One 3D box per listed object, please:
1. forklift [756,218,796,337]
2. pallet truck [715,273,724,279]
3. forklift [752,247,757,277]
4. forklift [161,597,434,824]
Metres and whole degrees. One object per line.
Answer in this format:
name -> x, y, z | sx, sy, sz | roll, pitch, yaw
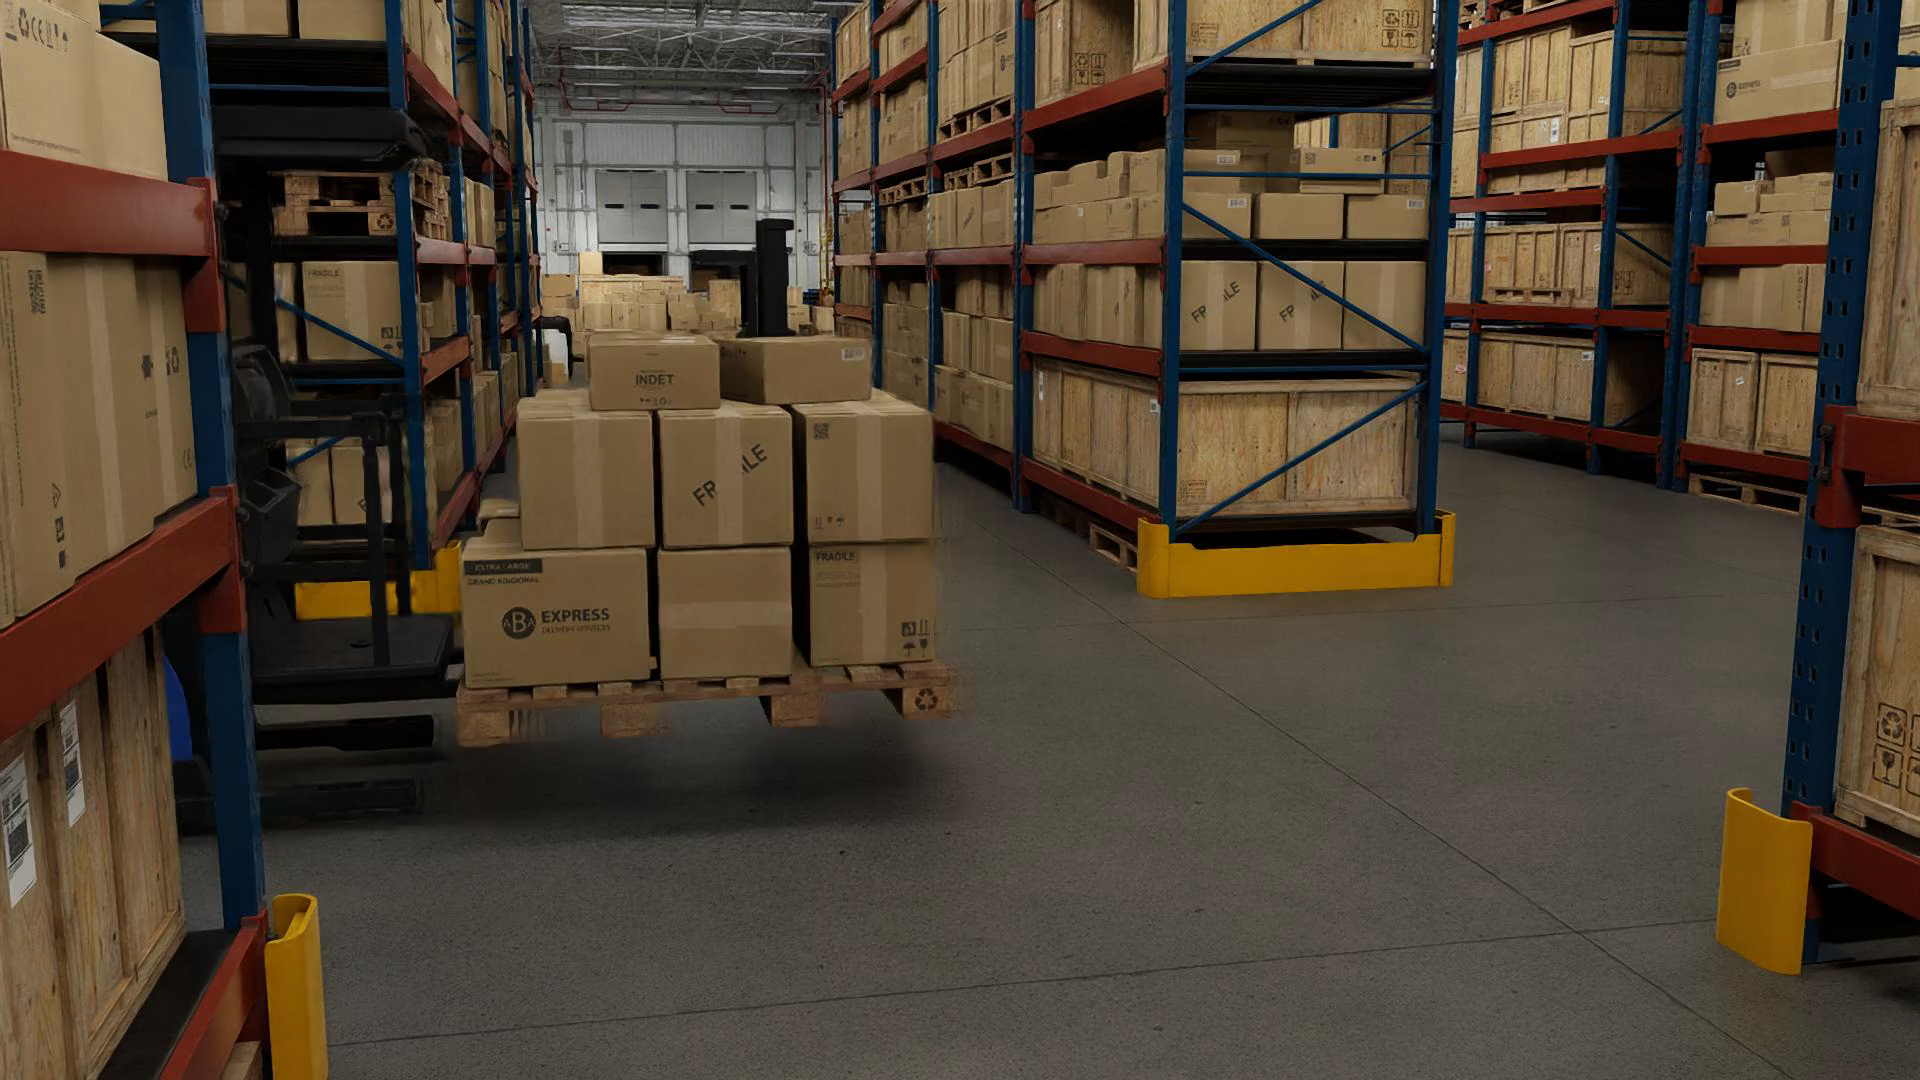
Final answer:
forklift -> -2.396, -2.729, 21.460 | 1.873, 2.768, 1.129 | -2, 10, -12
pallet truck -> -8.580, -8.986, 62.280 | 1.885, 1.965, 0.823 | 1, 9, 5
forklift -> -5.819, -7.508, 50.585 | 1.129, 2.768, 1.873 | -3, 10, -18
forklift -> -3.215, -0.311, 6.722 | 1.873, 2.768, 1.129 | -2, 10, -13
